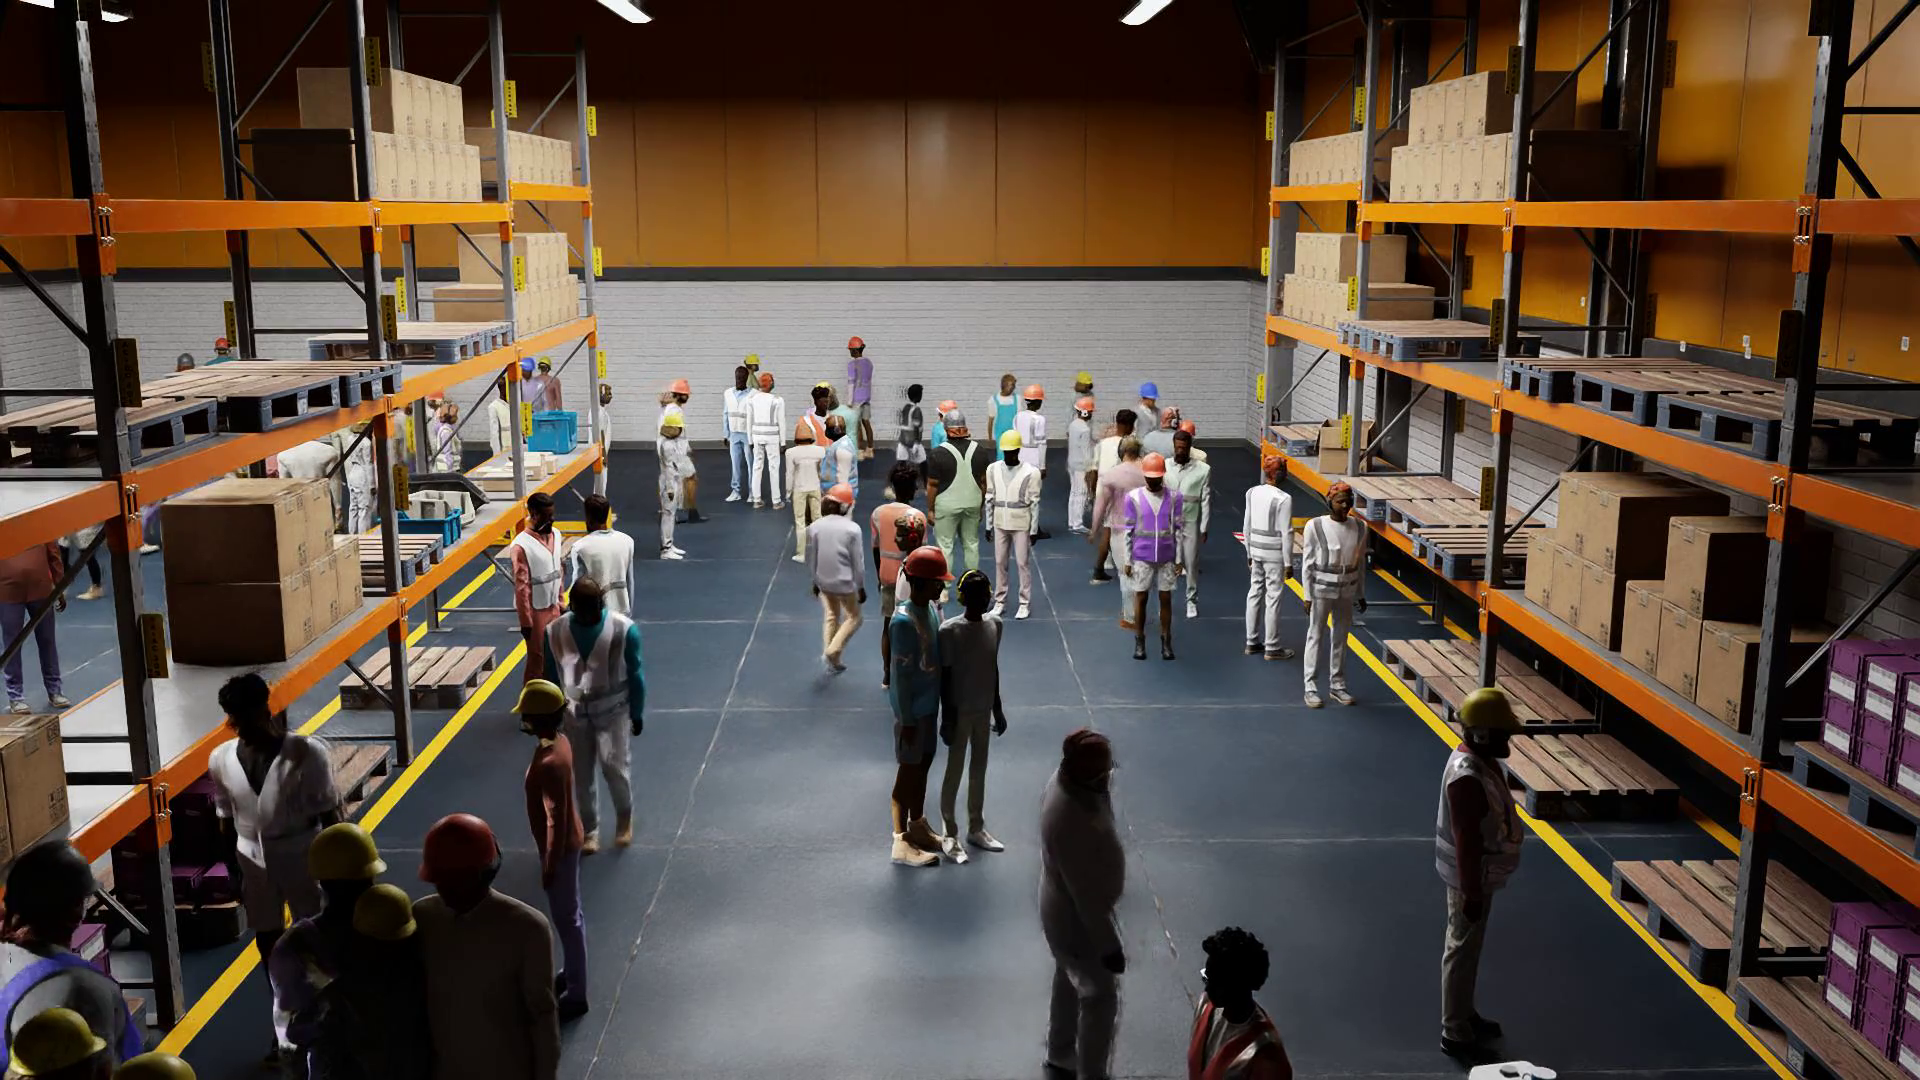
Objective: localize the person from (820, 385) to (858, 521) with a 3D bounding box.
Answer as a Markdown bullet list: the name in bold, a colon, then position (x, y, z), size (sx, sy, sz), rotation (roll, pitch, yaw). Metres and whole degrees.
- **person**: position (-1.574, -1.029, 21.138), size (0.668, 1.906, 0.456), rotation (6, 13, 28)

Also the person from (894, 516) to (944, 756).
- **person**: position (-0.311, 0.720, 12.549), size (0.390, 1.837, 0.560), rotation (-2, 11, -11)

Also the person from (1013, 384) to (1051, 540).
- **person**: position (0.898, -0.975, 20.776), size (0.377, 1.938, 0.547), rotation (-9, 14, -38)

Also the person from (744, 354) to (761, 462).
- **person**: position (-3.367, -2.143, 27.071), size (0.316, 1.767, 0.535), rotation (0, 11, 1)

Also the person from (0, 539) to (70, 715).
- **person**: position (-7.635, 0.440, 13.576), size (0.614, 1.987, 0.408), rotation (-10, 15, -42)

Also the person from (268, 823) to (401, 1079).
- **person**: position (-2.210, 1.956, 6.101), size (0.364, 1.930, 0.588), rotation (6, 13, 27)

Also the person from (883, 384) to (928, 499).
- **person**: position (-0.700, -1.392, 23.614), size (0.907, 1.642, 0.535), rotation (-6, 13, -27)

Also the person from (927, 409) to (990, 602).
- **person**: position (-0.056, -0.373, 17.503), size (0.681, 2.000, 0.535), rotation (-5, 12, -23)

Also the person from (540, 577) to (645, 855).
- **person**: position (-2.330, 1.120, 10.565), size (0.638, 1.829, 0.443), rotation (0, 11, 1)

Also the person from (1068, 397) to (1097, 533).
- **person**: position (1.563, -0.953, 21.170), size (0.344, 1.744, 0.558), rotation (-3, 12, -15)

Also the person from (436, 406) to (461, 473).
- **person**: position (-6.500, -0.900, 21.182), size (0.313, 1.632, 0.524), rotation (-3, 12, -16)

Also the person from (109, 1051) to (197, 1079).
- **person**: position (-2.115, 2.276, 4.507), size (0.372, 1.925, 0.595), rotation (4, 12, 19)

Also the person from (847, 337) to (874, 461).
- **person**: position (-1.672, -2.312, 27.264), size (0.410, 2.034, 0.604), rotation (7, 13, 30)

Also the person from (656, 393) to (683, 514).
- **person**: position (-3.937, -1.173, 22.521), size (0.306, 1.639, 0.523), rotation (4, 12, 21)

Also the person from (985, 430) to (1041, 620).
- **person**: position (0.519, -0.157, 16.737), size (0.588, 1.920, 0.388), rotation (5, 13, 26)

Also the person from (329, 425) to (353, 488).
- **person**: position (-9.133, -1.583, 24.594), size (0.498, 1.633, 0.283), rotation (4, 12, 21)

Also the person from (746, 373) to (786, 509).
- **person**: position (-2.668, -1.361, 22.890), size (0.575, 1.877, 0.343), rotation (4, 12, 17)

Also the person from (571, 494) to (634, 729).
- **person**: position (-2.783, 0.589, 13.033), size (0.404, 1.906, 0.598), rotation (8, 14, 35)

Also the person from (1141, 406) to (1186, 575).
- **person**: position (2.341, -0.551, 18.736), size (0.399, 1.908, 0.643), rotation (-11, 15, -43)

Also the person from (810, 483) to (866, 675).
- **person**: position (-1.077, 0.362, 14.588), size (0.609, 1.732, 0.455), rotation (8, 14, 35)

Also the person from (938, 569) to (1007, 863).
- **person**: position (0.090, 1.095, 10.568), size (0.521, 1.873, 0.336), rotation (-9, 14, -37)

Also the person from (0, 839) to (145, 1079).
- **person**: position (-3.150, 1.989, 5.657), size (0.711, 2.000, 0.905), rotation (5, 12, 23)

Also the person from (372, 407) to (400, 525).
- **person**: position (-7.328, -1.061, 21.331), size (0.473, 1.899, 0.615), rotation (-9, 14, -37)

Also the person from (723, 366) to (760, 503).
- **person**: position (-3.053, -1.491, 23.411), size (0.593, 1.922, 0.391), rotation (3, 12, 16)

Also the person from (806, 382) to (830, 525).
- **person**: position (-1.763, -1.058, 21.240), size (0.396, 1.920, 0.587), rotation (-7, 13, -30)

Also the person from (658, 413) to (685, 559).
- **person**: position (-3.390, -0.641, 19.630), size (0.350, 1.734, 0.488), rotation (-1, 11, -5)

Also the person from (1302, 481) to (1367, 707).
- **person**: position (3.099, 0.448, 13.785), size (0.572, 1.883, 0.355), rotation (-3, 12, -15)

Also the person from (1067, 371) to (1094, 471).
- **person**: position (1.810, -1.670, 24.808), size (0.505, 1.716, 0.469), rotation (-10, 15, -41)

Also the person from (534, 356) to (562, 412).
- **person**: position (-6.670, -2.079, 26.779), size (0.535, 1.755, 0.342), rotation (-1, 11, -4)

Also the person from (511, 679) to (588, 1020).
- **person**: position (-2.079, 1.565, 8.472), size (0.328, 1.769, 0.526), rotation (-2, 11, -11)

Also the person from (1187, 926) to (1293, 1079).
- **person**: position (0.955, 2.142, 5.784), size (0.321, 1.689, 0.530), rotation (-3, 12, -17)
